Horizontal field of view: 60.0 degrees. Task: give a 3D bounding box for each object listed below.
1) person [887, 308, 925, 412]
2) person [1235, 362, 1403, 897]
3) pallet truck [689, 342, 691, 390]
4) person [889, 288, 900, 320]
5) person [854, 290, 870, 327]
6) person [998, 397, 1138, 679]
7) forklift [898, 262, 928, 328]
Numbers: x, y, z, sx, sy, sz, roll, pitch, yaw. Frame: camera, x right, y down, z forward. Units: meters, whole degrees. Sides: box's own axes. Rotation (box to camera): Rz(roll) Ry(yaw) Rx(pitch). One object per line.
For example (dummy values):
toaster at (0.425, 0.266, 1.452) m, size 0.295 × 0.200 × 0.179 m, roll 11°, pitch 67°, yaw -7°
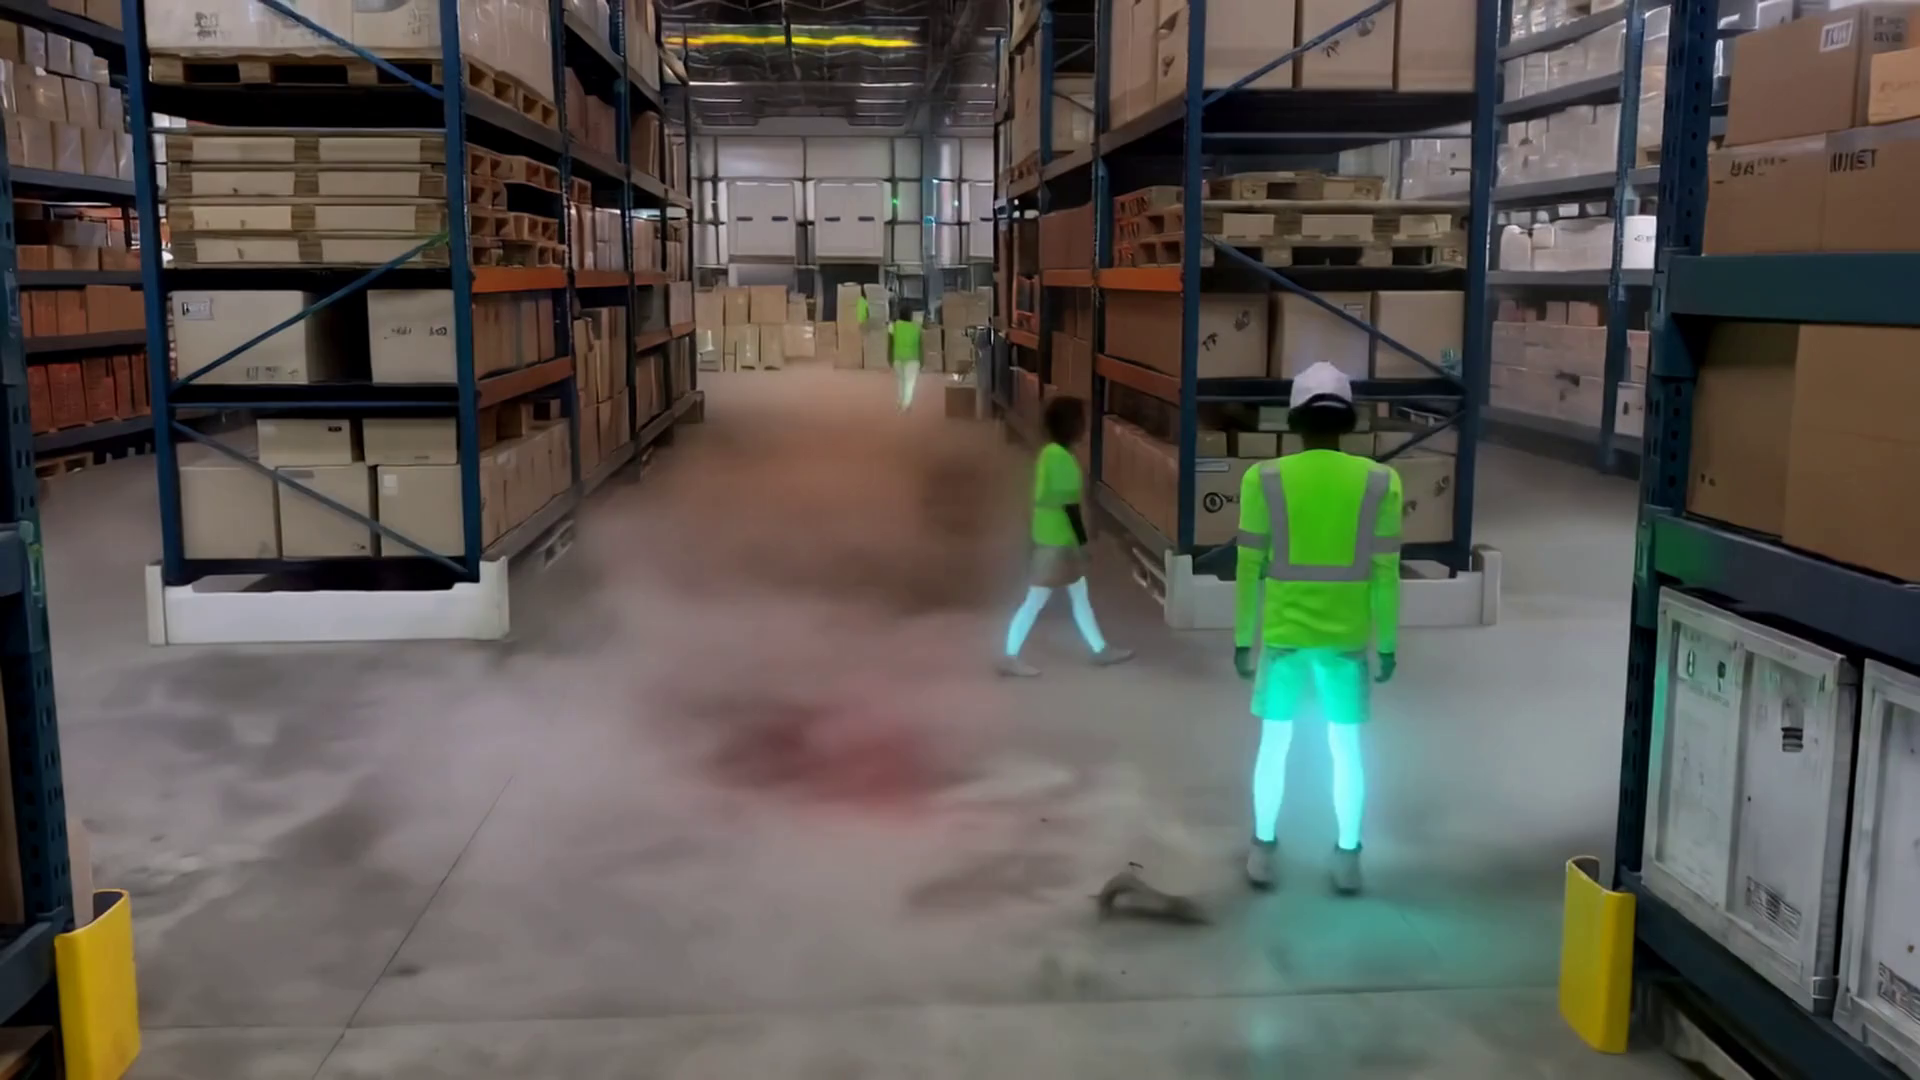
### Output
person at (-0.938, -3.108, 28.738) m, size 0.640 × 1.810 × 0.910 m, roll 1°, pitch 9°, yaw 4°
person at (1.361, 0.339, 6.370) m, size 0.615 × 2.032 × 0.423 m, roll 1°, pitch 9°, yaw 7°
pallet truck at (-5.225, -3.008, 27.480) m, size 1.885 × 1.965 × 0.823 m, roll 2°, pitch 9°, yaw 14°
person at (-2.306, -7.828, 57.979) m, size 0.632 × 1.930 × 0.387 m, roll 3°, pitch 10°, yaw 20°
person at (-2.658, -5.871, 45.642) m, size 0.371 × 1.941 × 0.627 m, roll -7°, pitch 11°, yaw -36°
person at (0.611, -0.006, 9.703) m, size 0.865 × 1.647 × 0.548 m, roll -1°, pitch 9°, yaw -7°
forklift at (-1.643, -8.231, 57.511) m, size 1.129 × 2.768 × 1.873 m, roll -1°, pitch 9°, yaw -4°
